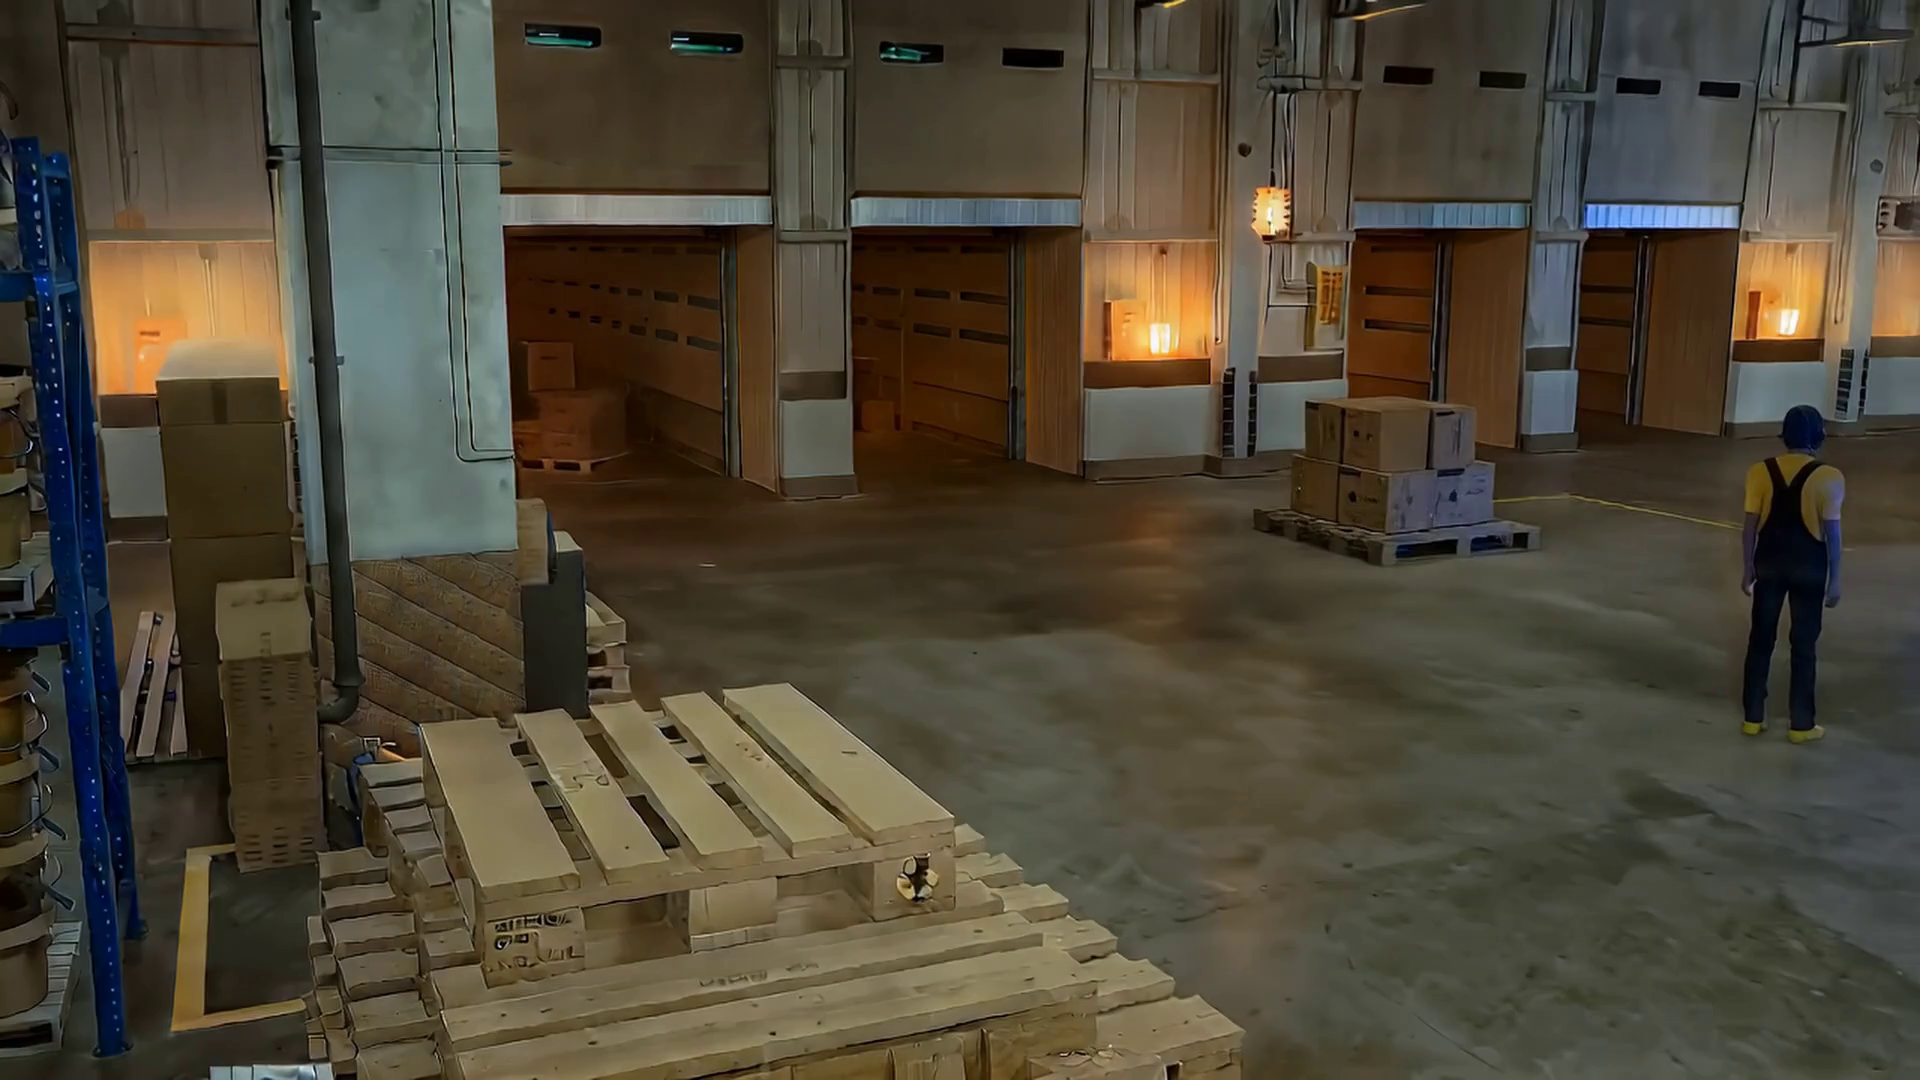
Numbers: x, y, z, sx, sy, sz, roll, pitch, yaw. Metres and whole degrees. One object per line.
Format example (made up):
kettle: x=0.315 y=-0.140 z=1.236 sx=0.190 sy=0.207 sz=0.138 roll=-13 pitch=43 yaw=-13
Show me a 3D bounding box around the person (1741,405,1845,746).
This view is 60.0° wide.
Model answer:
person: x=4.494 y=0.190 z=9.010 sx=0.504 sy=1.839 sz=0.344 roll=10 pitch=14 yaw=43
